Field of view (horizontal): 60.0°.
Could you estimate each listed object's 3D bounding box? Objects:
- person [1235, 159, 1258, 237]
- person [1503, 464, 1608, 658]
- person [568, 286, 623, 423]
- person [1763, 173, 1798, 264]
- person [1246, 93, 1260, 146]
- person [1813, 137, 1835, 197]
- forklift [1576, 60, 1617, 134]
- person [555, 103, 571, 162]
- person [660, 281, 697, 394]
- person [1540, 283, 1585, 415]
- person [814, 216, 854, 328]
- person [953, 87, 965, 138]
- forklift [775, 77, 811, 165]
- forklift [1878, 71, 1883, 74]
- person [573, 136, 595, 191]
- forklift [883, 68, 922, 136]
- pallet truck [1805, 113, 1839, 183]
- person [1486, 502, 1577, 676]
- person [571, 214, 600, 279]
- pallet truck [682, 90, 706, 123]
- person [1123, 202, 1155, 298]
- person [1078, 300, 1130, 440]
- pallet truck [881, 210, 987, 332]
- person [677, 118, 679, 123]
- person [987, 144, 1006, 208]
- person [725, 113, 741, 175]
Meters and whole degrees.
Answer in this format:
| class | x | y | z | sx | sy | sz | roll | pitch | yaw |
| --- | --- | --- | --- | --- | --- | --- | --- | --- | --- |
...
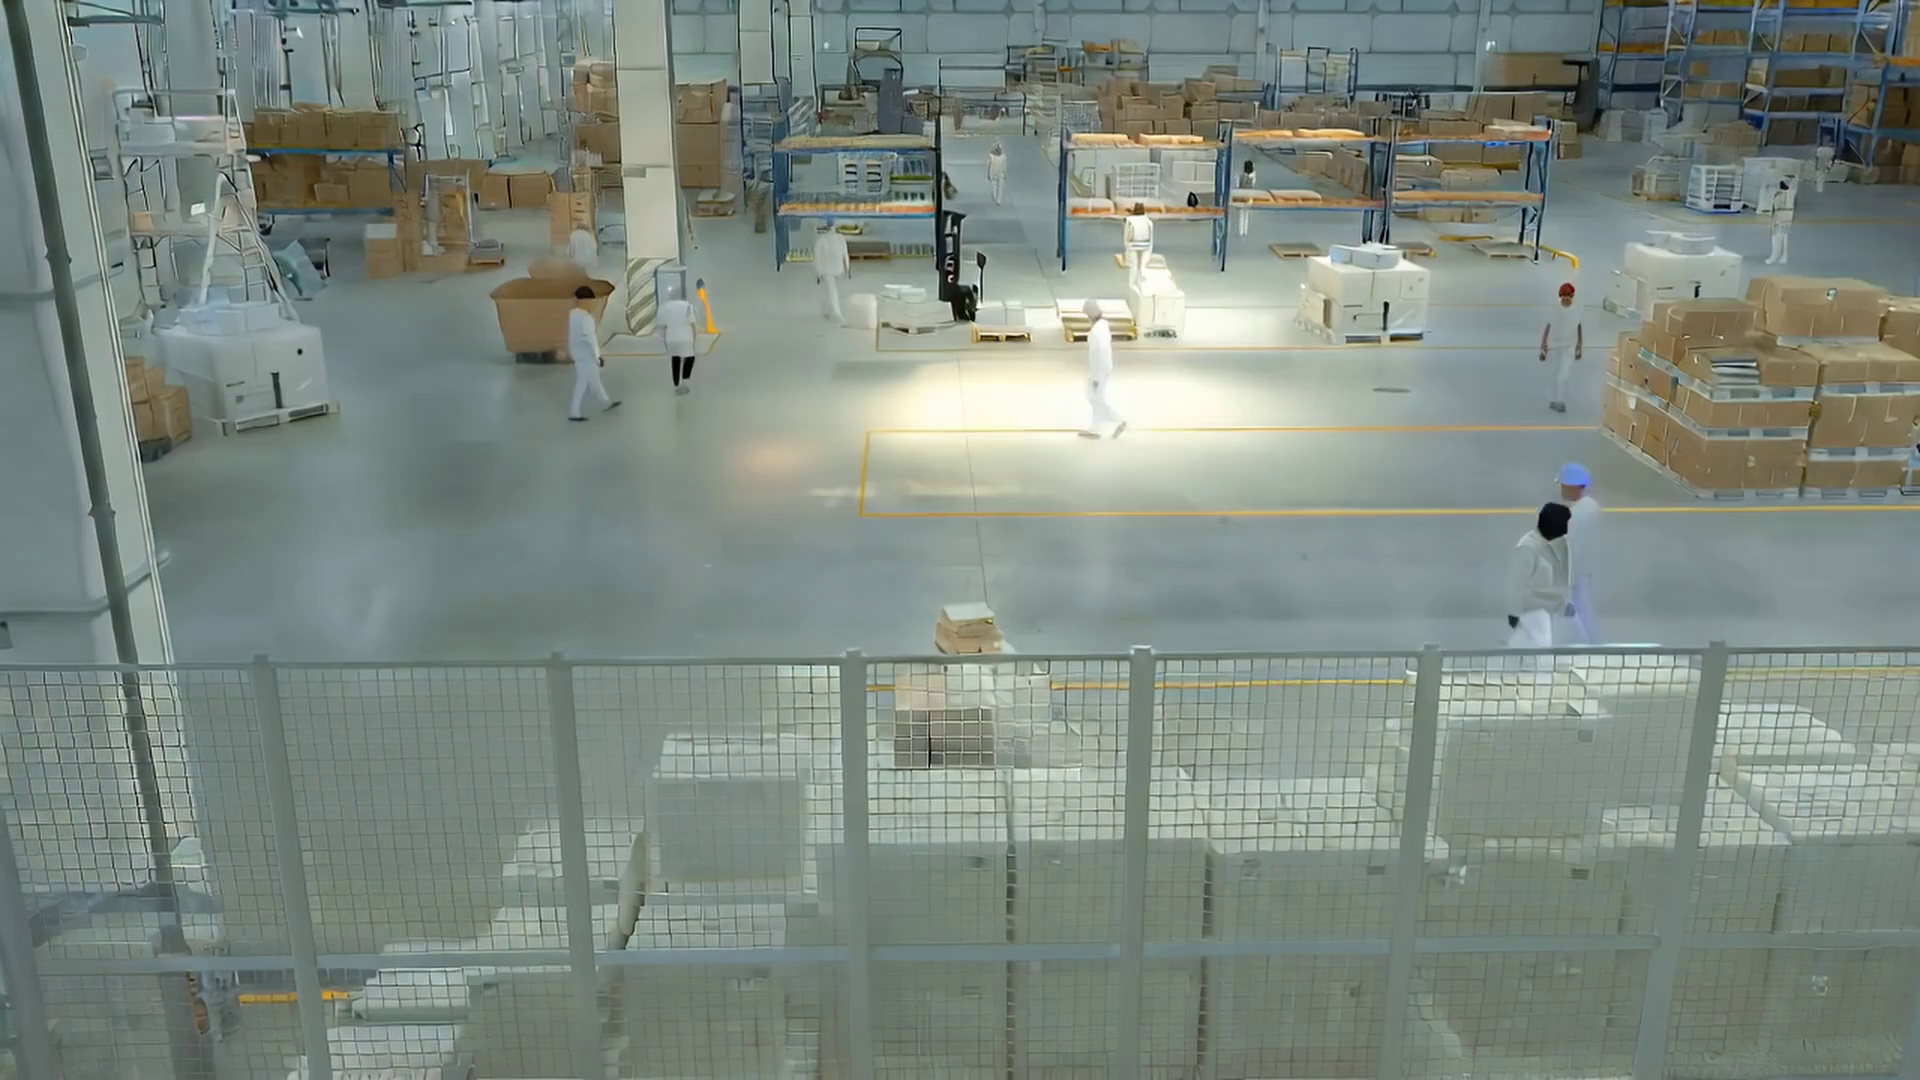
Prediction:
| class | x | y | z | sx | sy | sz | roll | pitch | yaw |
| --- | --- | --- | --- | --- | --- | --- | --- | --- | --- |
| person | 6.853 | -8.175 | 39.746 | 0.555 | 1.822 | 0.613 | 5 | 19 | 14 |
| person | 5.421 | 0.245 | 14.709 | 0.588 | 1.885 | 1.007 | -17 | 25 | -40 |
| person | -5.105 | -2.592 | 23.096 | 0.953 | 1.882 | 0.611 | -12 | 22 | -33 |
| person | 17.735 | -6.942 | 35.941 | 0.542 | 1.928 | 0.399 | -4 | 19 | -12 |
| person | 10.824 | -15.466 | 61.256 | 0.394 | 1.911 | 0.584 | -2 | 19 | -5 |
| person | 24.560 | -10.637 | 47.317 | 0.537 | 1.655 | 0.863 | -1 | 19 | -3 |
| forklift | 25.104 | -17.621 | 66.146 | 1.873 | 2.768 | 1.129 | -1 | 19 | -2 |
| person | -13.427 | -13.746 | 56.101 | 0.359 | 1.939 | 0.542 | -11 | 21 | -28 |
| person | -4.152 | -2.986 | 24.568 | 0.547 | 1.683 | 0.369 | 2 | 19 | 5 |
| person | 8.493 | -2.700 | 23.467 | 0.577 | 1.843 | 0.687 | 7 | 20 | 20 |
| person | -2.227 | -4.759 | 29.446 | 0.614 | 1.940 | 1.042 | -16 | 24 | -39 |
| person | -0.064 | -16.563 | 64.459 | 0.370 | 1.939 | 0.631 | -10 | 21 | -26 |
| forklift | -5.920 | -13.893 | 55.085 | 1.873 | 2.768 | 1.129 | -1 | 19 | -1 |
| forklift | 32.120 | -15.168 | 58.869 | 1.129 | 2.768 | 1.873 | -1 | 19 | -1 |
| person | -10.200 | -9.978 | 45.025 | 0.585 | 1.867 | 0.532 | -11 | 22 | -31 |
| forklift | -2.381 | -15.698 | 60.440 | 1.873 | 2.768 | 1.129 | -13 | 23 | -34 |
| pallet truck | 26.403 | -11.957 | 50.702 | 0.823 | 1.965 | 1.885 | 6 | 19 | 16 |
| person | 4.843 | 0.519 | 14.032 | 0.608 | 1.796 | 0.933 | -16 | 24 | -39 |
| person | -6.953 | -5.183 | 30.989 | 0.543 | 1.749 | 0.460 | 9 | 21 | 25 |
| pallet truck | -9.671 | -15.907 | 62.421 | 0.823 | 1.965 | 1.885 | 5 | 19 | 15 |
| person | 3.426 | -5.590 | 32.057 | 0.624 | 1.844 | 0.429 | -5 | 19 | -13 |
| person | 1.902 | -2.204 | 21.920 | 0.635 | 1.898 | 0.676 | 7 | 20 | 19 |
| pallet truck | -0.493 | -4.759 | 29.349 | 1.885 | 1.965 | 0.823 | -13 | 23 | -34 |
| person | -9.211 | -12.963 | 54.290 | 0.526 | 1.614 | 0.767 | 7 | 20 | 20 |
| person | 0.978 | -9.774 | 44.682 | 0.508 | 1.710 | 0.474 | 0 | 19 | 0 |
| person | -7.186 | -12.431 | 52.225 | 0.701 | 1.916 | 0.662 | 8 | 20 | 22 |
